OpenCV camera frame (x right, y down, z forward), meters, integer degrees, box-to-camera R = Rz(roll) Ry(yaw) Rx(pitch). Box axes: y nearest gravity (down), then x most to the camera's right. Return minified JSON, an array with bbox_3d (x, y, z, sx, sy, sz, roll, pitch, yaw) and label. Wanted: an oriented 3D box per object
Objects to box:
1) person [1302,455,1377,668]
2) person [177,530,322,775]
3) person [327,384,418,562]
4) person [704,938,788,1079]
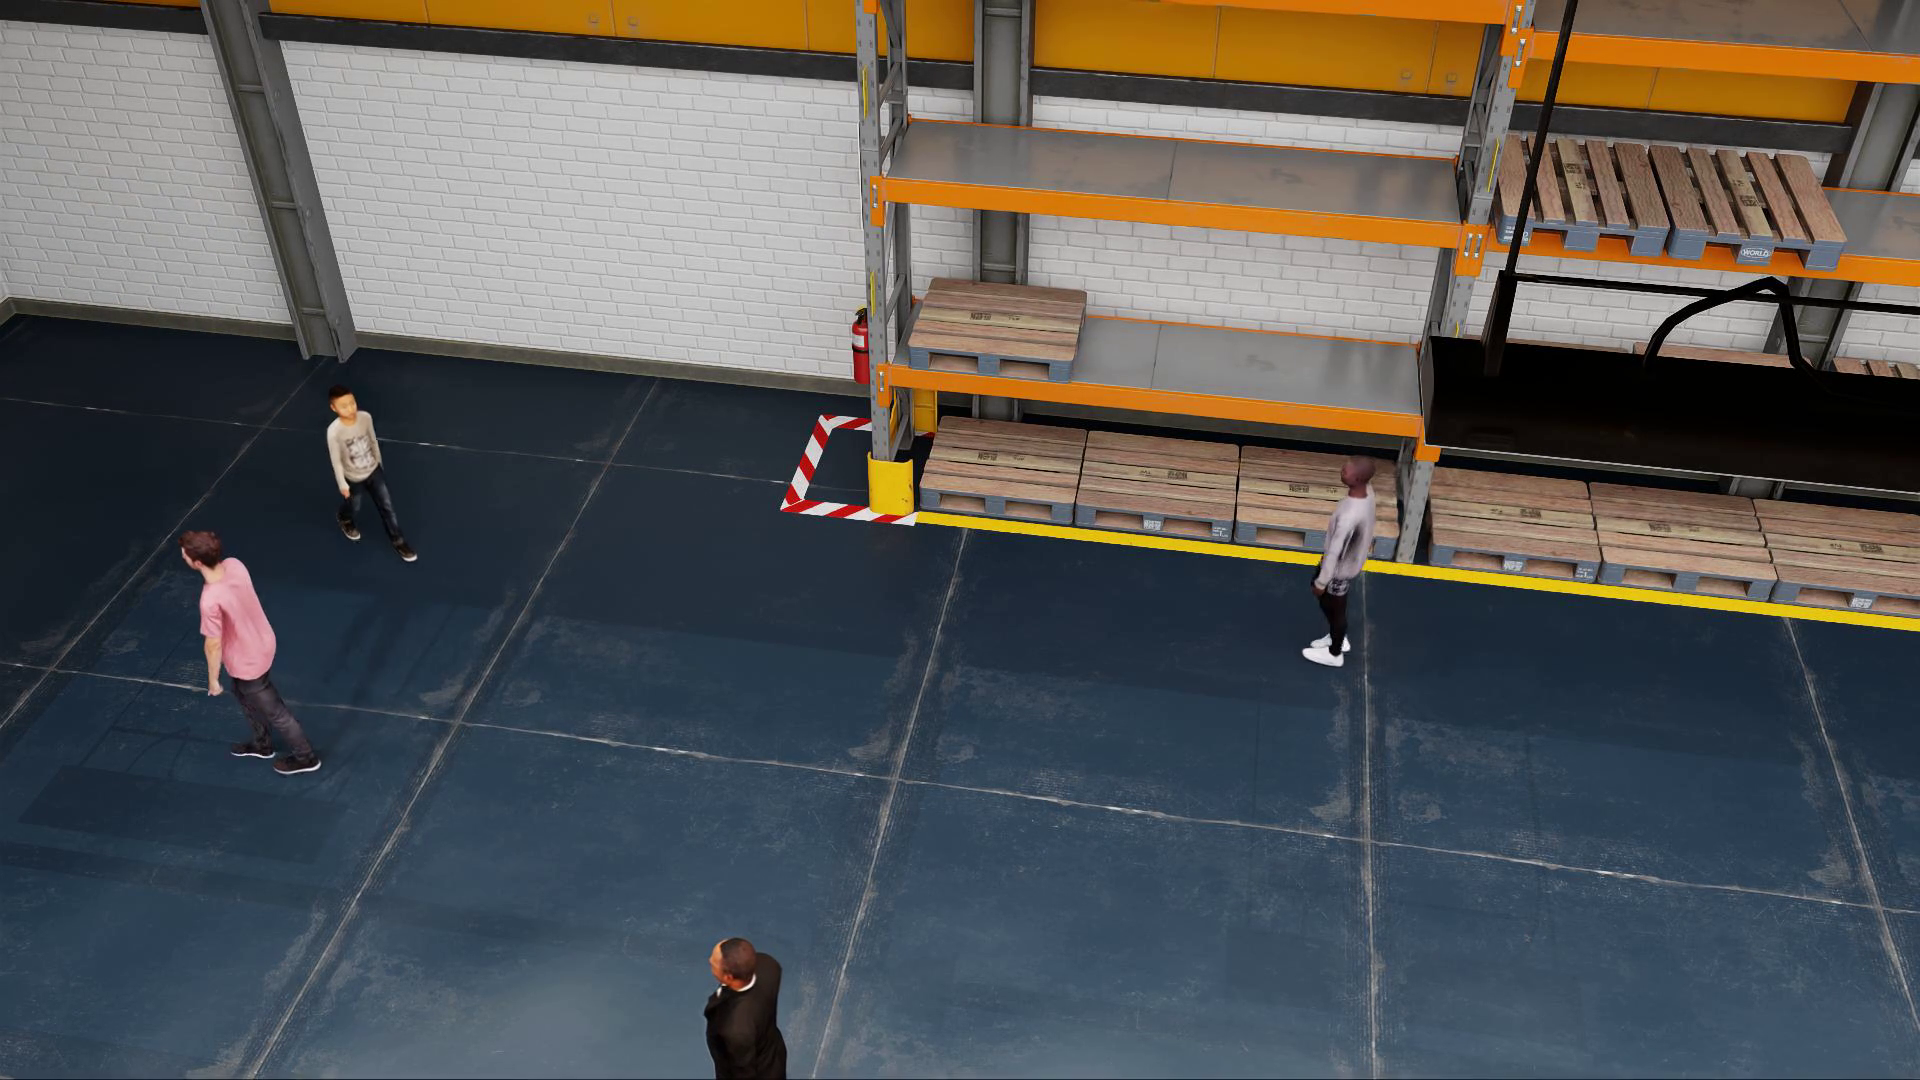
[{"bbox_3d":[2.628,0.180,11.039,0.649,1.766,0.693,15,41,18],"label":"person"},{"bbox_3d":[-4.274,0.724,10.218,0.894,1.940,0.763,-1,39,-2],"label":"person"},{"bbox_3d":[-4.430,-0.518,12.170,1.062,1.445,0.858,27,46,30],"label":"person"},{"bbox_3d":[-0.995,2.537,7.977,0.591,1.904,0.673,7,39,8],"label":"person"}]
